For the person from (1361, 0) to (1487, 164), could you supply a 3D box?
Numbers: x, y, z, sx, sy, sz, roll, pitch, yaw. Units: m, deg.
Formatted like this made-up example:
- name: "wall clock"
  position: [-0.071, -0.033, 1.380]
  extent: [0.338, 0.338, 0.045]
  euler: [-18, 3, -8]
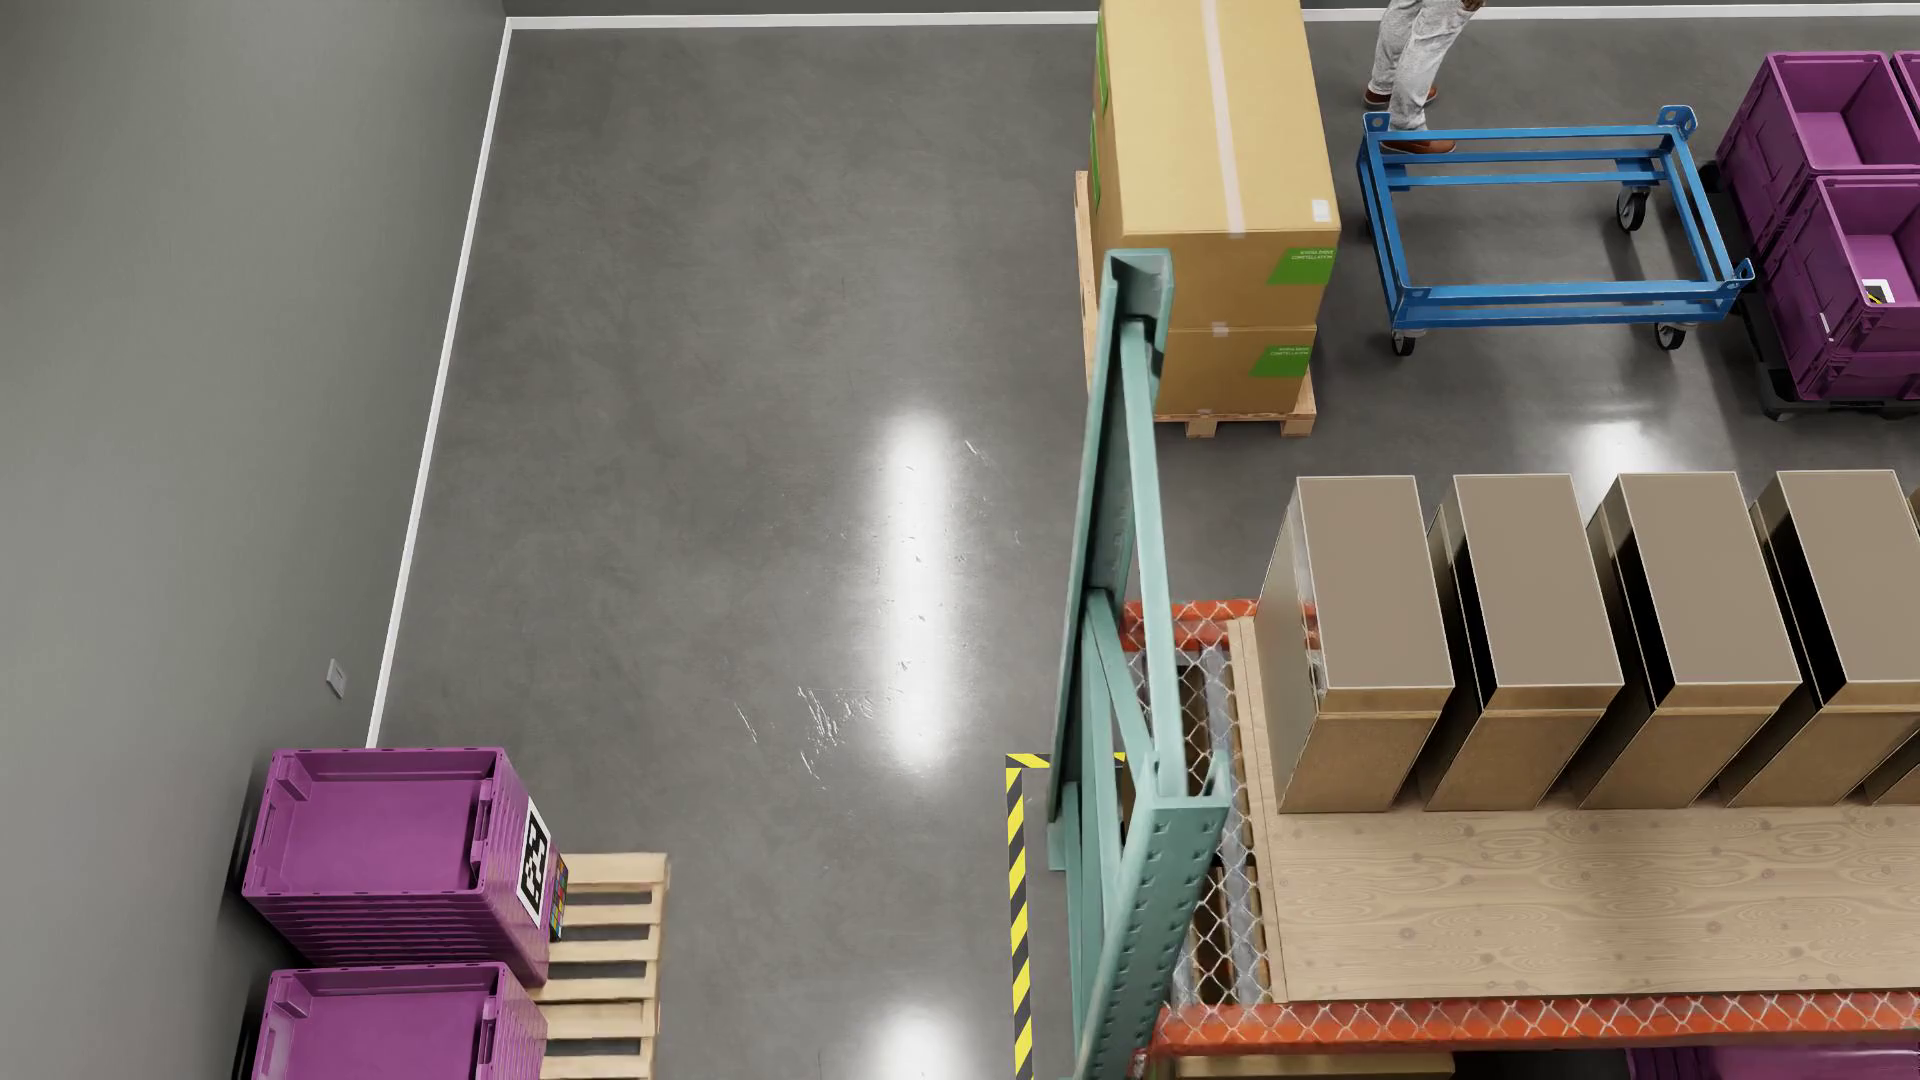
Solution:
- name: "person"
  position: [1.835, -2.244, 6.078]
  extent: [0.355, 1.938, 0.634]
  euler: [-3, 58, -2]
